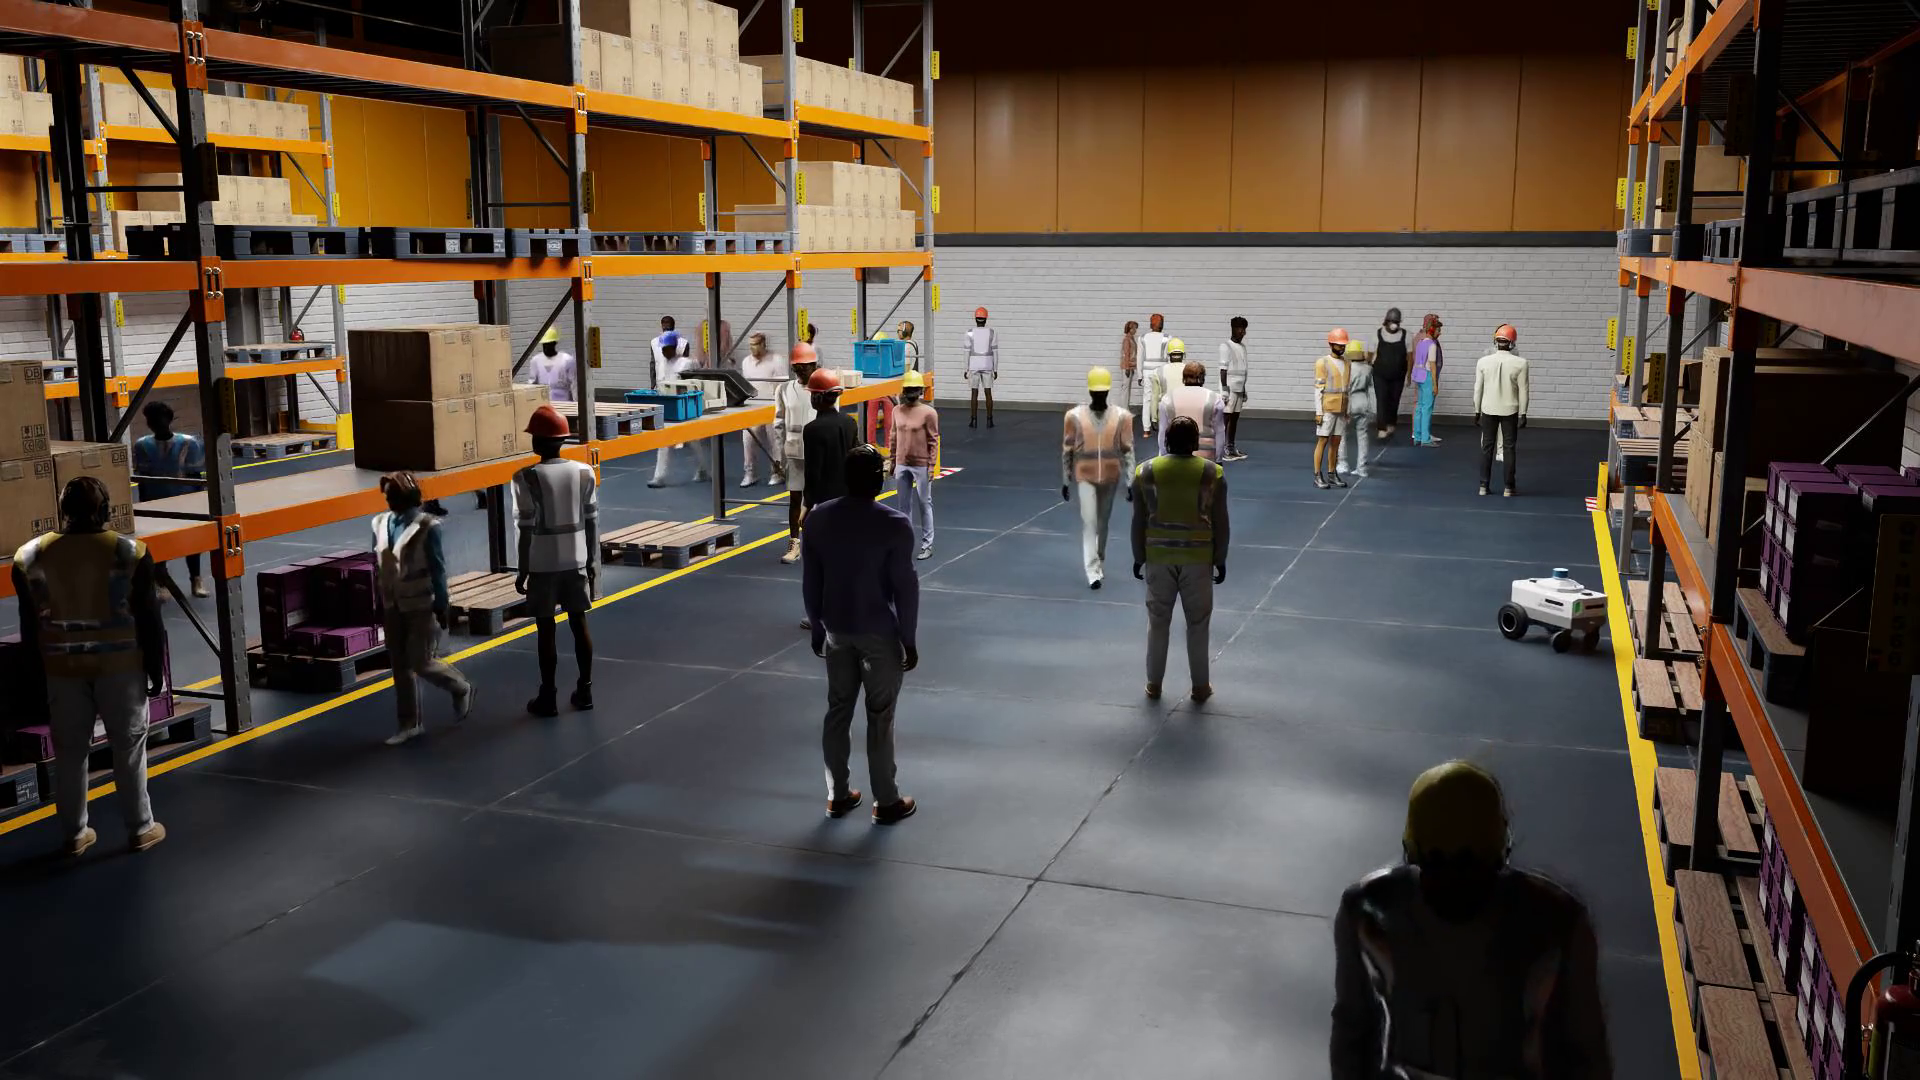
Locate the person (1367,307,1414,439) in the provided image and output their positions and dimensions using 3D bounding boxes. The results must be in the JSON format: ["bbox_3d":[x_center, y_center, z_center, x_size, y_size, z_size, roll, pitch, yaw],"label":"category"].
[{"bbox_3d":[6.595,-2.611,25.522,0.686,2.000,1.008,2,10,9],"label":"person"}]

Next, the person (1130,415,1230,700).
[{"bbox_3d":[1.416,0.118,10.718,0.633,1.843,0.429,2,10,12],"label":"person"}]

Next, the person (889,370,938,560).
[{"bbox_3d":[-0.444,-0.700,15.528,0.527,1.771,0.311,6,12,31],"label":"person"}]

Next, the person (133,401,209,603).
[{"bbox_3d":[-6.453,-0.309,13.616,0.544,1.665,0.571,-2,10,-13],"label":"person"}]

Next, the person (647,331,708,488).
[{"bbox_3d":[-3.434,-1.600,20.251,0.619,1.907,1.007,5,11,26],"label":"person"}]

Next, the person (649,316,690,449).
[{"bbox_3d":[-4.176,-2.269,23.956,0.591,1.915,0.393,1,10,7],"label":"person"}]

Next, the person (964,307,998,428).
[{"bbox_3d":[0.333,-2.766,26.689,0.552,1.935,0.368,-1,10,-4],"label":"person"}]

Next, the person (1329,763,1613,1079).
[{"bbox_3d":[1.193,1.347,3.927,0.638,1.798,0.664,4,11,20],"label":"person"}]

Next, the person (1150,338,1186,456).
[{"bbox_3d":[2.552,-1.471,19.731,0.591,1.823,0.405,0,10,2],"label":"person"}]

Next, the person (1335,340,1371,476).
[{"bbox_3d":[4.991,-1.679,21.163,0.498,1.728,0.561,-5,11,-26],"label":"person"}]

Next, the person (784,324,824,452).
[{"bbox_3d":[-2.133,-2.085,23.122,0.797,1.837,0.546,0,10,1],"label":"person"}]

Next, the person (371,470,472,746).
[{"bbox_3d":[-3.204,0.382,9.826,0.514,1.629,0.486,5,11,26],"label":"person"}]

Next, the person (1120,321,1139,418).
[{"bbox_3d":[2.874,-2.902,28.302,0.315,1.636,0.515,3,10,14],"label":"person"}]

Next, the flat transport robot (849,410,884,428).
[{"bbox_3d":[-1.268,-1.968,26.885,0.652,0.197,1.431,8,13,38],"label":"flat transport robot"}]

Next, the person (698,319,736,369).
[{"bbox_3d":[-4.413,-3.294,29.854,0.888,1.873,0.639,10,14,43],"label":"person"}]

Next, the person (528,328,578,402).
[{"bbox_3d":[-5.193,-1.739,21.070,0.622,1.873,0.987,2,10,11],"label":"person"}]

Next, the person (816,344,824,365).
[{"bbox_3d":[-2.278,-2.385,25.155,0.566,1.718,0.818,-7,12,-35],"label":"person"}]

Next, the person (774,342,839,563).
[{"bbox_3d":[-1.410,-0.788,15.252,0.614,2.042,0.373,1,10,7],"label":"person"}]

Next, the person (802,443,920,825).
[{"bbox_3d":[-0.492,0.474,8.437,0.637,1.938,0.355,5,11,25],"label":"person"}]

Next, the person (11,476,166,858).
[{"bbox_3d":[-4.141,0.609,7.981,0.628,1.837,0.429,-3,10,-14],"label":"person"}]

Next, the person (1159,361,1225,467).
[{"bbox_3d":[2.196,-0.765,15.712,0.620,1.837,0.430,3,11,19],"label":"person"}]

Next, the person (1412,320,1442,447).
[{"bbox_3d":[6.775,-2.265,24.145,0.389,1.837,0.563,-1,10,-6],"label":"person"}]

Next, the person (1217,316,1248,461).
[{"bbox_3d":[3.740,-2.067,22.691,0.380,1.958,0.603,8,13,37],"label":"person"}]

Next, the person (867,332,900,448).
[{"bbox_3d":[-1.060,-1.929,22.474,0.526,1.762,0.335,-1,10,-5],"label":"person"}]

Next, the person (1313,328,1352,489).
[{"bbox_3d":[4.506,-1.577,19.990,0.551,1.935,0.375,-6,12,-32],"label":"person"}]

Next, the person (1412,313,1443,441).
[{"bbox_3d":[7.010,-2.432,24.903,0.407,1.905,0.638,-2,10,-9],"label":"person"}]

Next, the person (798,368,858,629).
[{"bbox_3d":[-1.013,-0.308,12.683,0.379,1.996,0.611,6,12,31],"label":"person"}]

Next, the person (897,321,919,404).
[{"bbox_3d":[-0.764,-2.215,23.844,0.345,1.846,0.507,2,10,11],"label":"person"}]

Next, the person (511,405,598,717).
[{"bbox_3d":[-2.521,0.131,10.360,0.545,1.942,0.347,-8,13,-36],"label":"person"}]

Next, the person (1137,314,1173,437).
[{"bbox_3d":[2.976,-2.500,25.334,0.575,1.885,0.360,4,11,23],"label":"person"}]

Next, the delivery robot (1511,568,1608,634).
[{"bbox_3d":[4.396,0.450,12.204,0.477,0.478,0.707,-5,11,-24],"label":"delivery robot"}]

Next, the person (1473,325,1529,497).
[{"bbox_3d":[6.325,-1.507,19.435,0.623,1.992,0.397,6,12,30],"label":"person"}]

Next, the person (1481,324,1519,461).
[{"bbox_3d":[7.280,-1.972,22.411,0.535,1.868,0.309,-2,10,-9],"label":"person"}]

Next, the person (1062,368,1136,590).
[{"bbox_3d":[1.200,-0.533,14.281,0.610,1.870,0.978,-1,10,-3],"label":"person"}]

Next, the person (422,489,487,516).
[{"bbox_3d":[-5.485,-1.217,18.126,0.564,1.888,1.008,10,14,43],"label":"person"}]

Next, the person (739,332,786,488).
[{"bbox_3d":[-2.412,-1.562,20.100,0.663,1.873,0.799,4,11,22],"label":"person"}]
